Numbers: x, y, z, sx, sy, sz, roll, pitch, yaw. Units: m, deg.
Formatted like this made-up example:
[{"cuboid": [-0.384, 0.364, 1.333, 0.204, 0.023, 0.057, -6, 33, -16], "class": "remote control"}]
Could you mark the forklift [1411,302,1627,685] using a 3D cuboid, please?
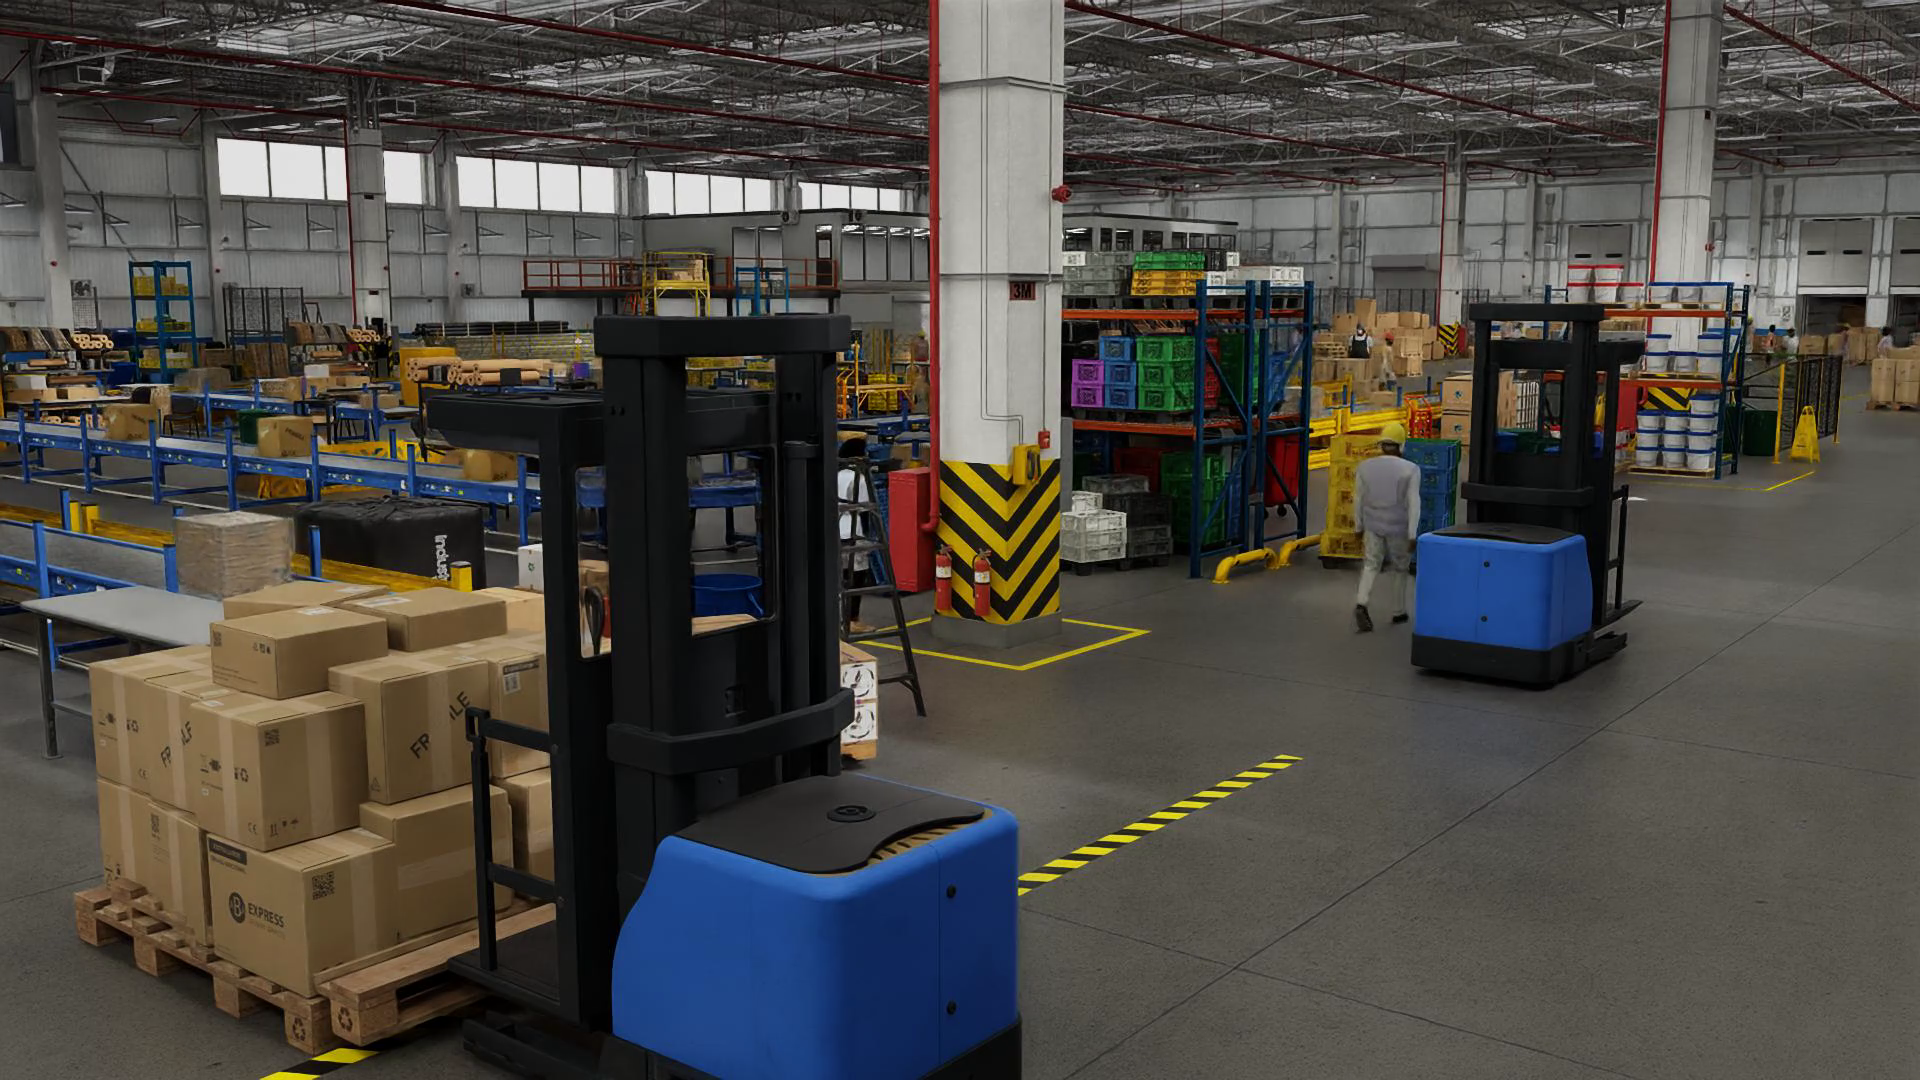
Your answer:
[{"cuboid": [4.379, -0.438, 12.852, 1.129, 2.768, 1.873, 7, 11, 37], "class": "forklift"}]

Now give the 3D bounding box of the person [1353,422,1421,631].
[{"cuboid": [3.656, -0.117, 14.319, 0.603, 1.804, 0.838, 6, 10, 33], "class": "person"}]

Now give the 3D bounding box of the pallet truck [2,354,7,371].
[{"cuboid": [-24.881, -4.417, 42.634, 1.885, 1.965, 0.823, 8, 11, 41], "class": "pallet truck"}]

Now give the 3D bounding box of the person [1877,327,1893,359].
[{"cuboid": [29.745, -5.927, 53.396, 0.553, 1.827, 0.631, 3, 9, 19], "class": "person"}]

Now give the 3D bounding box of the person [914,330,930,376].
[{"cuboid": [-1.211, -5.827, 52.956, 0.545, 1.750, 0.447, -3, 9, -18], "class": "person"}]

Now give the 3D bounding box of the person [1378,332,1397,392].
[{"cuboid": [11.034, -4.366, 42.583, 0.777, 1.906, 0.558, 6, 10, 36], "class": "person"}]

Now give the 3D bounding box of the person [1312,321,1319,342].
[{"cuboid": [13.032, -7.090, 60.992, 0.896, 1.889, 0.617, 0, 8, -3], "class": "person"}]

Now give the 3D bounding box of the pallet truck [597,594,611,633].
[{"cuboid": [-3.115, 0.344, 12.883, 0.653, 1.274, 1.630, 7, 11, 37], "class": "pallet truck"}]

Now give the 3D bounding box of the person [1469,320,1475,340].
[{"cuboid": [24.746, -9.962, 80.397, 1.022, 1.890, 0.551, 1, 8, 6], "class": "person"}]

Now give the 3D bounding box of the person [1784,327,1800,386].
[{"cuboid": [26.017, -5.725, 52.008, 0.578, 1.831, 0.433, -1, 9, -9], "class": "person"}]

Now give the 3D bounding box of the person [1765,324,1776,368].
[{"cuboid": [31.528, -7.532, 64.644, 0.317, 1.695, 0.540, 3, 9, 21], "class": "person"}]

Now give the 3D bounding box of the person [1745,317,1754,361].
[{"cuboid": [33.658, -8.569, 71.044, 0.394, 1.881, 0.730, 0, 8, -1], "class": "person"}]

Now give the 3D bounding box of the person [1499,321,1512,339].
[{"cuboid": [24.143, -9.014, 73.664, 0.388, 1.987, 0.608, -7, 11, -40], "class": "person"}]

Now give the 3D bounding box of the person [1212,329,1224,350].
[{"cuboid": [7.488, -5.310, 49.109, 0.580, 1.870, 0.525, -7, 11, -40], "class": "person"}]

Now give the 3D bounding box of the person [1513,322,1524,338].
[{"cuboid": [20.053, -6.899, 59.755, 1.012, 1.889, 0.649, 1, 8, 6], "class": "person"}]

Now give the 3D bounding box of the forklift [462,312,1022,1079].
[{"cuboid": [-0.796, 0.585, 5.952, 1.873, 2.768, 1.129, 7, 11, 37], "class": "forklift"}]

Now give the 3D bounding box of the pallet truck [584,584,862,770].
[{"cuboid": [-1.426, 0.805, 10.019, 1.601, 1.201, 0.680, -4, 9, -26], "class": "pallet truck"}]

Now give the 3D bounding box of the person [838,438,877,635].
[{"cuboid": [-0.957, -0.024, 14.085, 0.445, 1.683, 0.549, -5, 10, -30], "class": "person"}]

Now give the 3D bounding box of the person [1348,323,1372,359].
[{"cuboid": [11.699, -5.337, 48.695, 0.686, 2.000, 0.538, 3, 9, 19], "class": "person"}]

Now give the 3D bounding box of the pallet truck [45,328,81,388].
[{"cuboid": [-23.775, -4.544, 43.495, 1.885, 1.965, 0.823, 6, 10, 35], "class": "pallet truck"}]

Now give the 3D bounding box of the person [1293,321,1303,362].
[{"cuboid": [10.882, -6.058, 53.666, 0.784, 2.020, 0.608, 6, 10, 34], "class": "person"}]

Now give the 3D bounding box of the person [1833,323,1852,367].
[{"cuboid": [35.039, -7.757, 66.004, 0.757, 1.737, 0.530, 6, 10, 33], "class": "person"}]
